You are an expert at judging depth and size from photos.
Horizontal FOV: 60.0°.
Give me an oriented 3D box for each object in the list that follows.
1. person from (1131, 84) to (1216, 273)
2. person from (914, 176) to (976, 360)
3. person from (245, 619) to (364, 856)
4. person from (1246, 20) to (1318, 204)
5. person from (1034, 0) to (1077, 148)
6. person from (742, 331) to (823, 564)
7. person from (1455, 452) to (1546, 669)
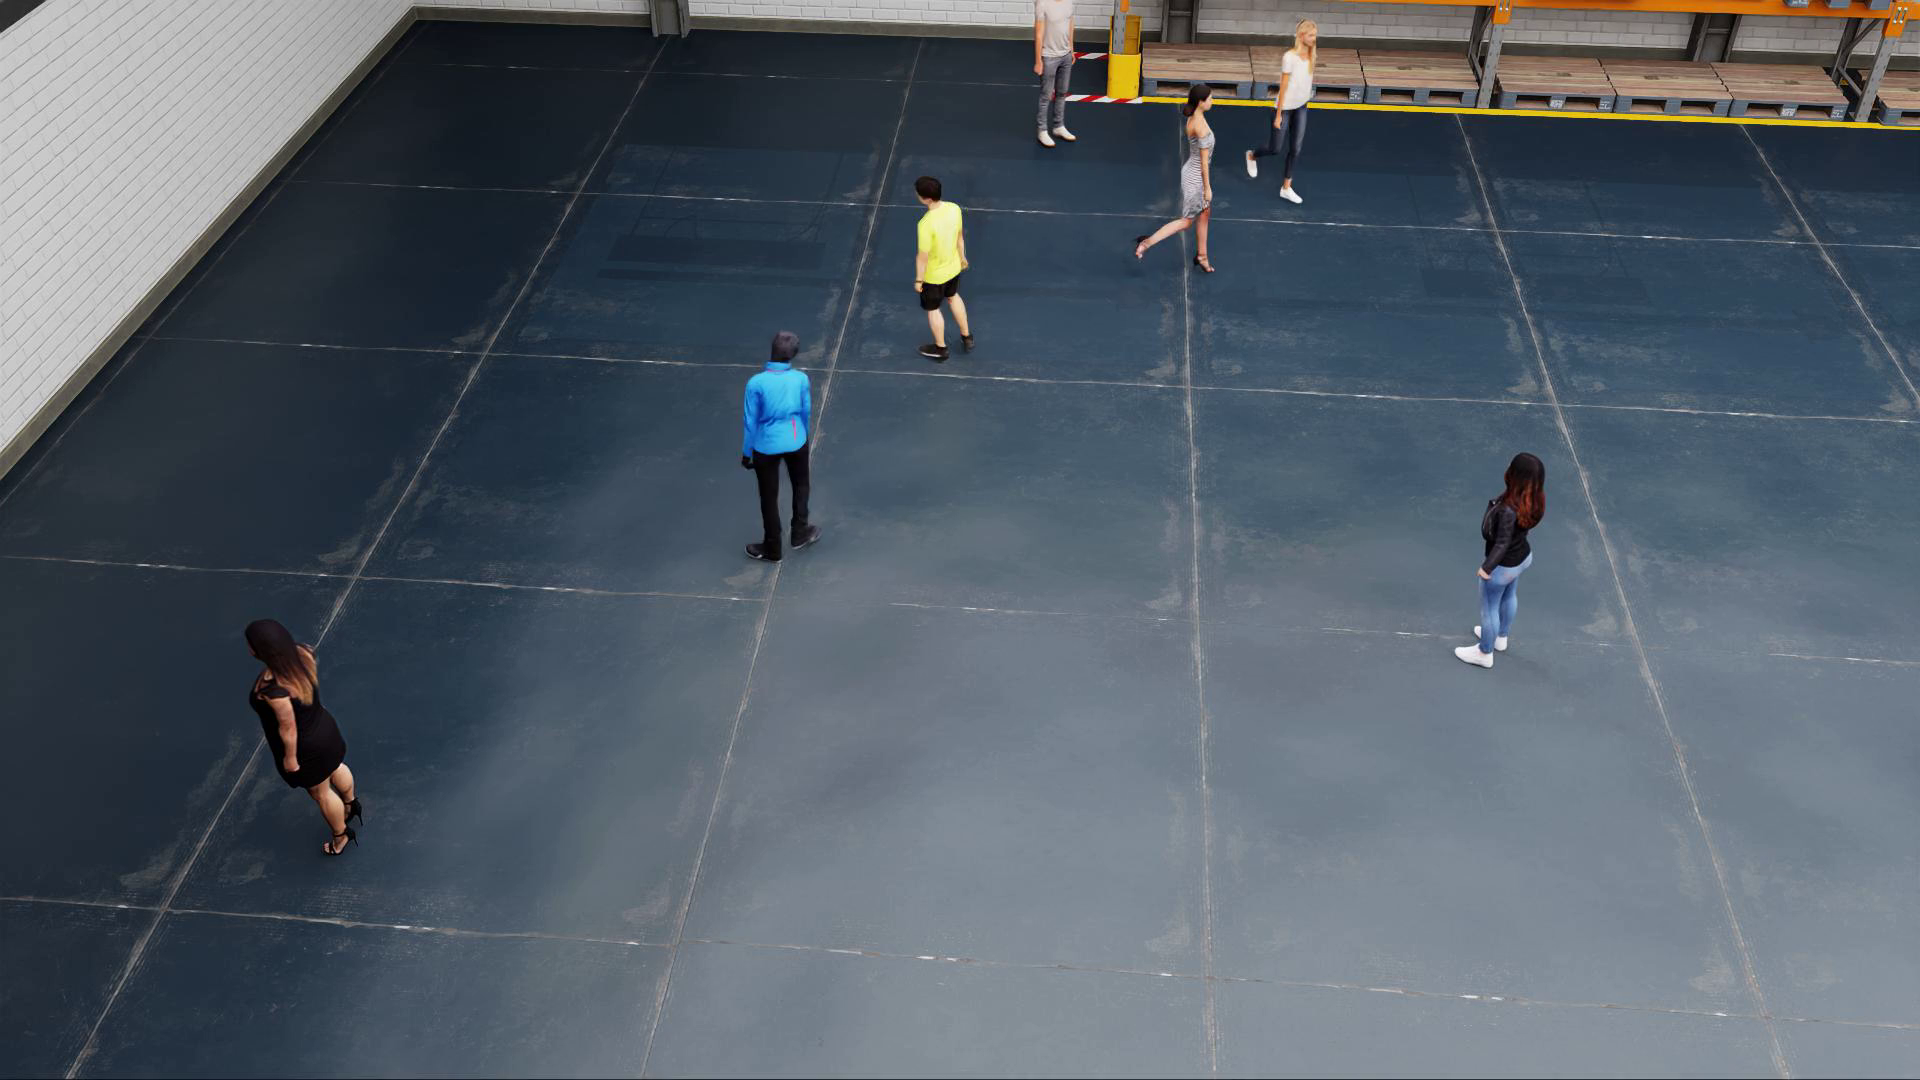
[{"bbox_3d":[1.989,-3.146,14.749,1.010,1.796,0.608,4,39,5],"label":"person"},{"bbox_3d":[-0.131,-2.254,13.726,0.846,1.680,0.874,-26,45,-29],"label":"person"},{"bbox_3d":[-3.716,1.121,9.471,0.612,1.716,0.673,0,39,0],"label":"person"},{"bbox_3d":[3.108,-4.156,16.020,1.002,1.789,1.008,-22,44,-25],"label":"person"},{"bbox_3d":[0.953,-4.959,16.948,0.754,1.886,0.809,-29,47,-31],"label":"person"},{"bbox_3d":[-1.242,-0.637,11.626,0.733,1.773,0.882,-27,46,-30],"label":"person"},{"bbox_3d":[3.537,0.119,10.792,0.760,1.633,0.722,31,48,33],"label":"person"}]
